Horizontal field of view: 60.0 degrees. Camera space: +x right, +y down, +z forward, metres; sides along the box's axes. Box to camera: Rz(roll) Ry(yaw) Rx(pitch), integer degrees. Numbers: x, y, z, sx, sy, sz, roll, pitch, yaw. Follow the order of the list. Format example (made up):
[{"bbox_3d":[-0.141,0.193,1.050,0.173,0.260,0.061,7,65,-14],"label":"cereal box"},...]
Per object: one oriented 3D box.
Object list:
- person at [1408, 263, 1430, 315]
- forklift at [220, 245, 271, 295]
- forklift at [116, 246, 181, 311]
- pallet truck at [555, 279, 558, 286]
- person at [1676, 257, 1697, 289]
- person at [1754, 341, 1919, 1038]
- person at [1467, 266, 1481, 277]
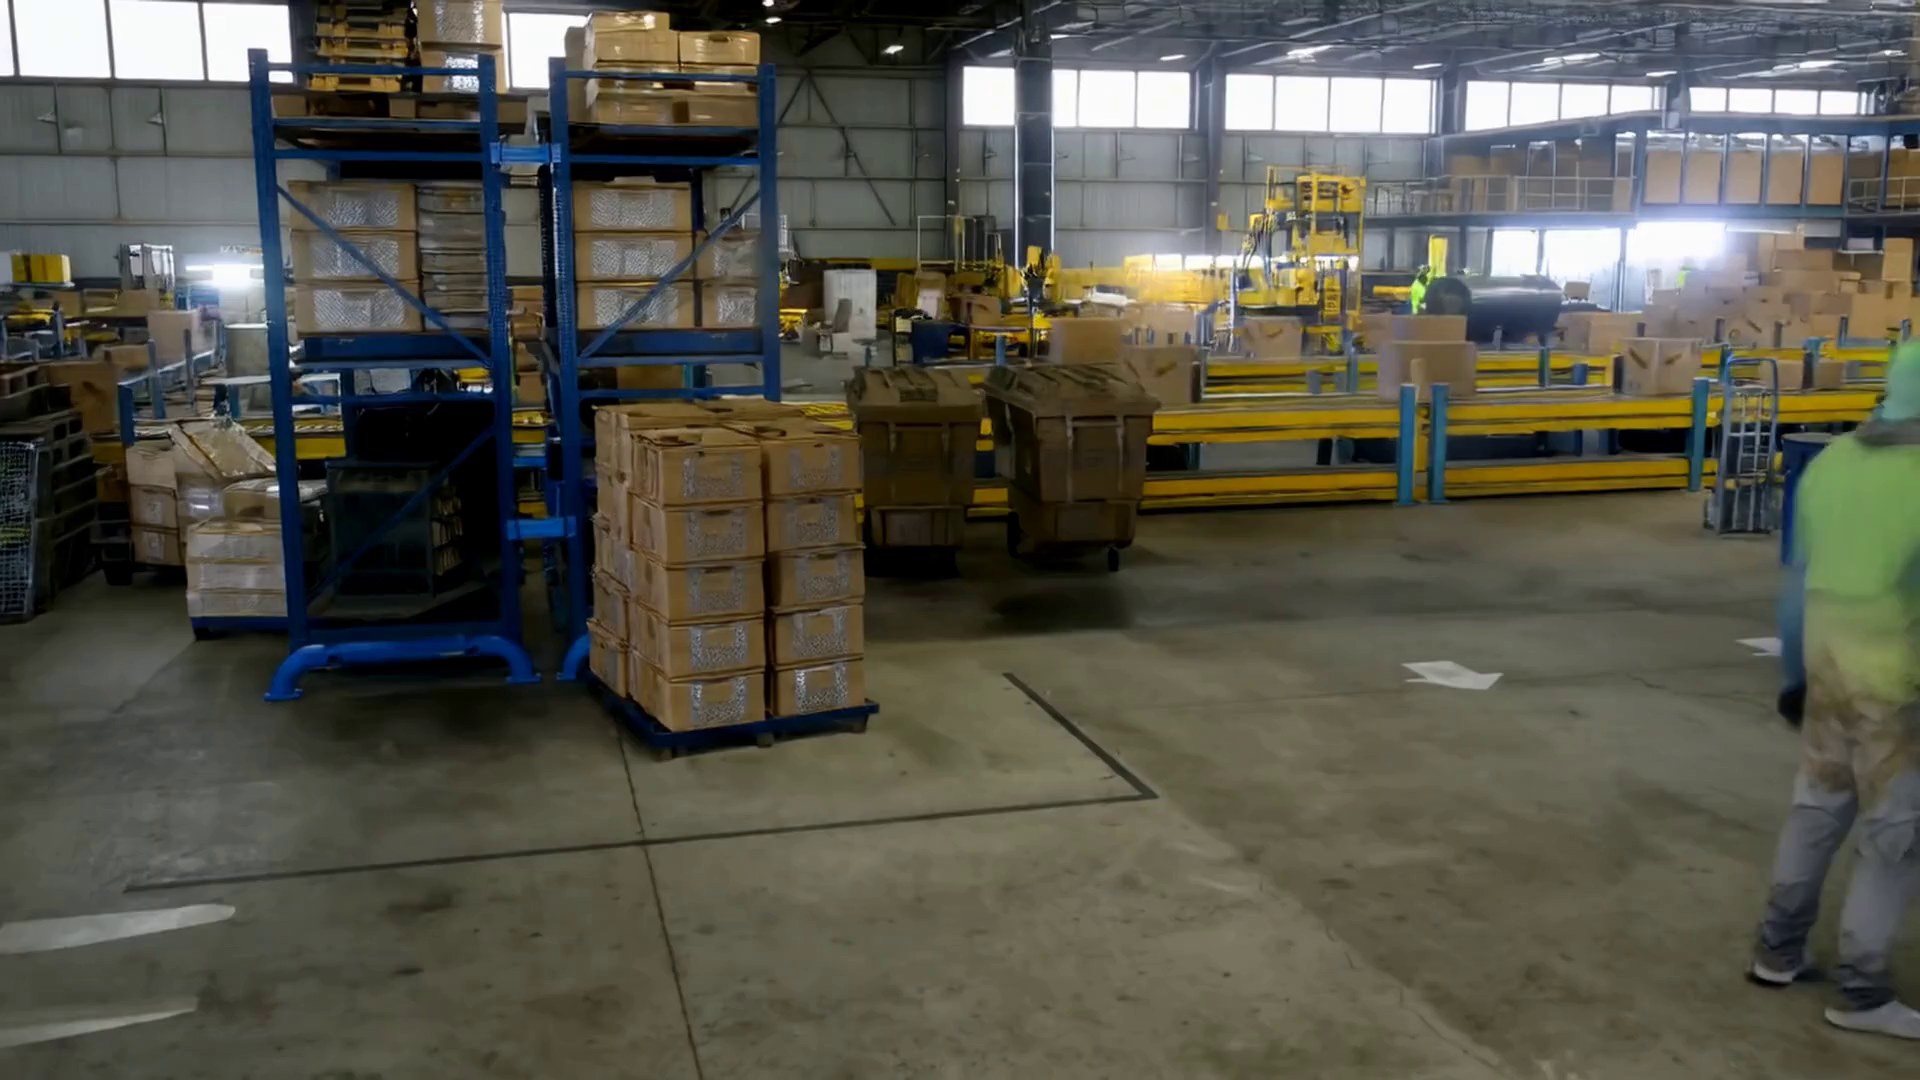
[{"bbox_3d":[7.043,-3.308,25.548,0.332,1.872,0.514,5,11,27],"label":"person"},{"bbox_3d":[-17.749,-6.334,41.440,1.157,1.987,2.680,-3,10,-17],"label":"forklift"},{"bbox_3d":[-19.966,-6.232,40.894,1.157,1.987,2.680,-3,10,-15],"label":"forklift"},{"bbox_3d":[-10.604,-6.375,44.520,0.653,1.274,1.630,-3,10,-15],"label":"pallet truck"},{"bbox_3d":[19.419,-6.663,44.603,0.609,1.839,0.943,0,10,0],"label":"person"},{"bbox_3d":[2.511,0.400,4.547,0.400,1.886,0.742,-2,10,-9],"label":"person"},{"bbox_3d":[9.509,-4.180,30.789,0.547,1.752,0.435,-9,14,-42],"label":"person"}]
